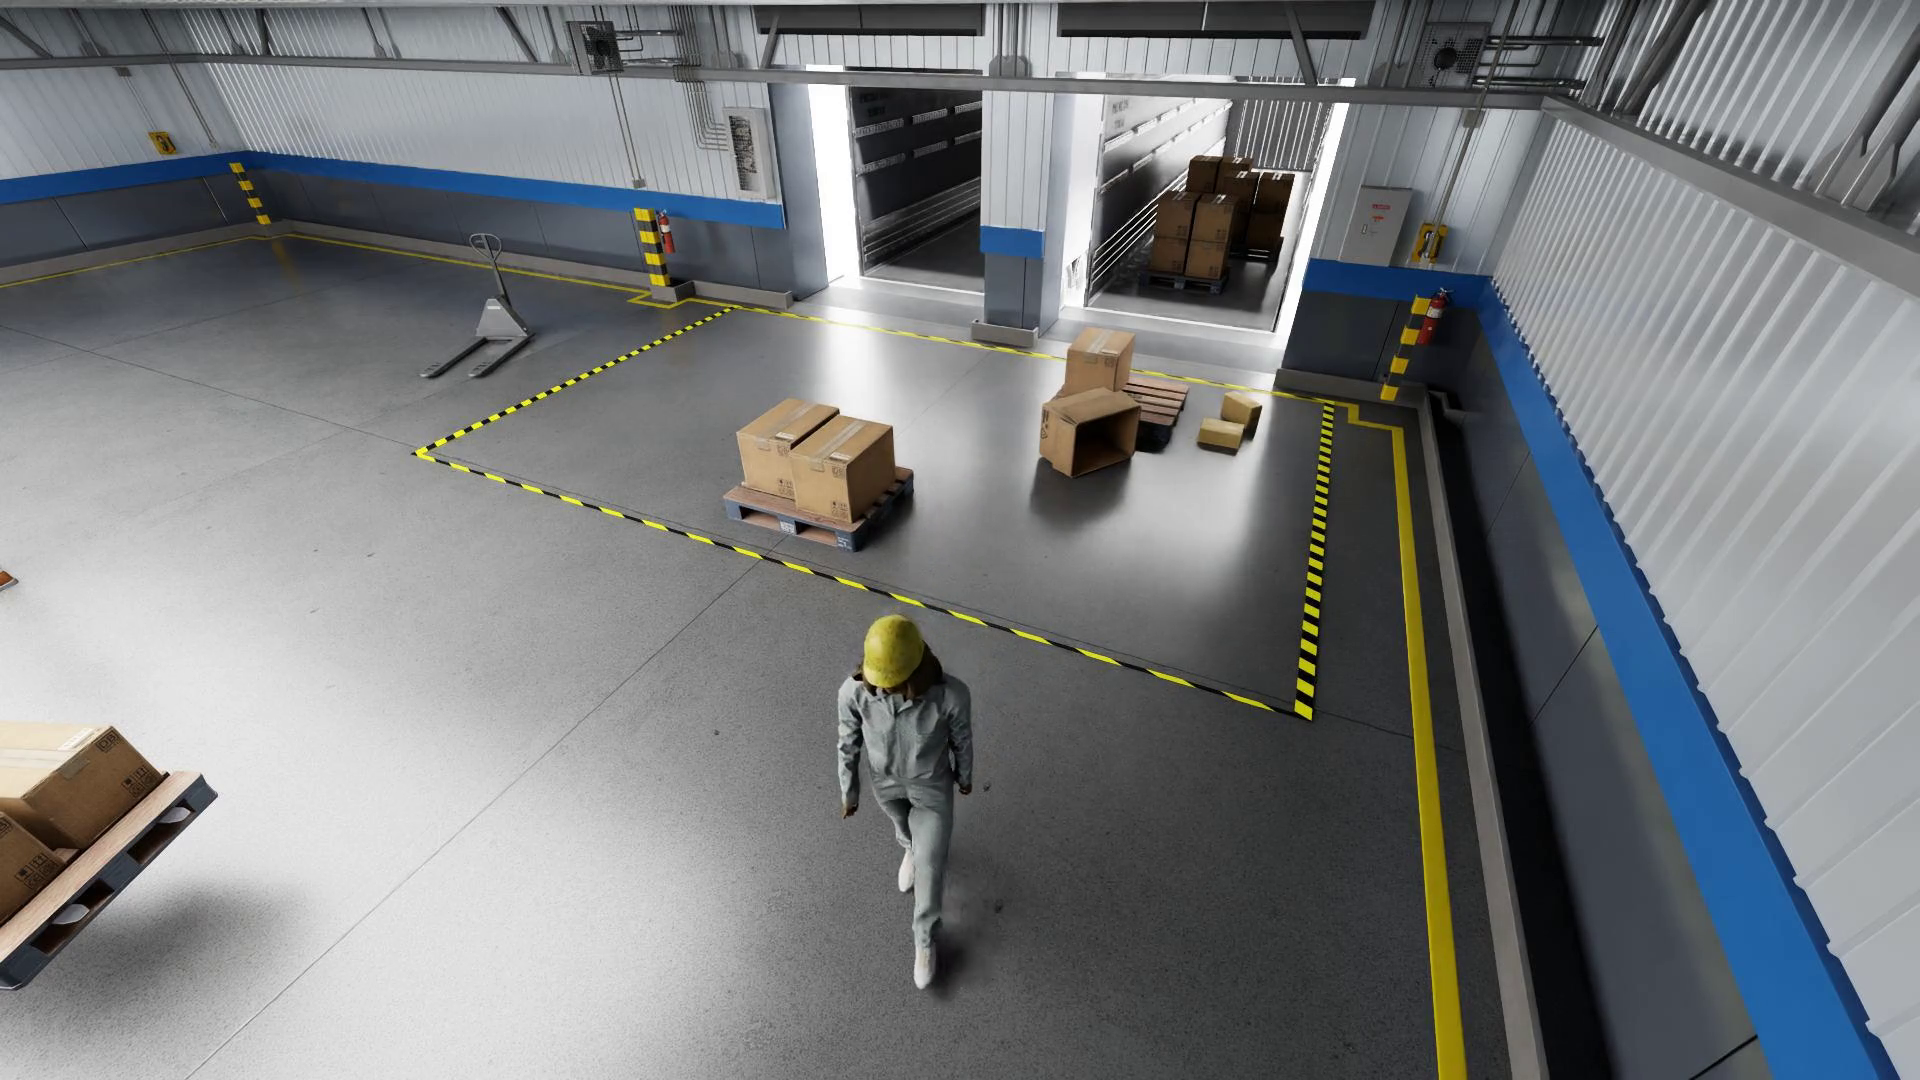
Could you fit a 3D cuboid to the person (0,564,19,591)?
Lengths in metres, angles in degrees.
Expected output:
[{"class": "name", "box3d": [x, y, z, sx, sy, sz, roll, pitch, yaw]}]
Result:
[{"class": "person", "box3d": [-6.906, -0.439, 4.626, 0.604, 1.947, 0.404, 17, 39, 23]}]

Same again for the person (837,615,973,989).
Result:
[{"class": "person", "box3d": [-0.219, 0.985, 2.821, 0.504, 1.719, 0.687, 5, 36, 8]}]

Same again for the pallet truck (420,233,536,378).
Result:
[{"class": "pallet truck", "box3d": [-5.664, -2.712, 8.427, 0.680, 1.201, 1.601, 0, 35, -1]}]
